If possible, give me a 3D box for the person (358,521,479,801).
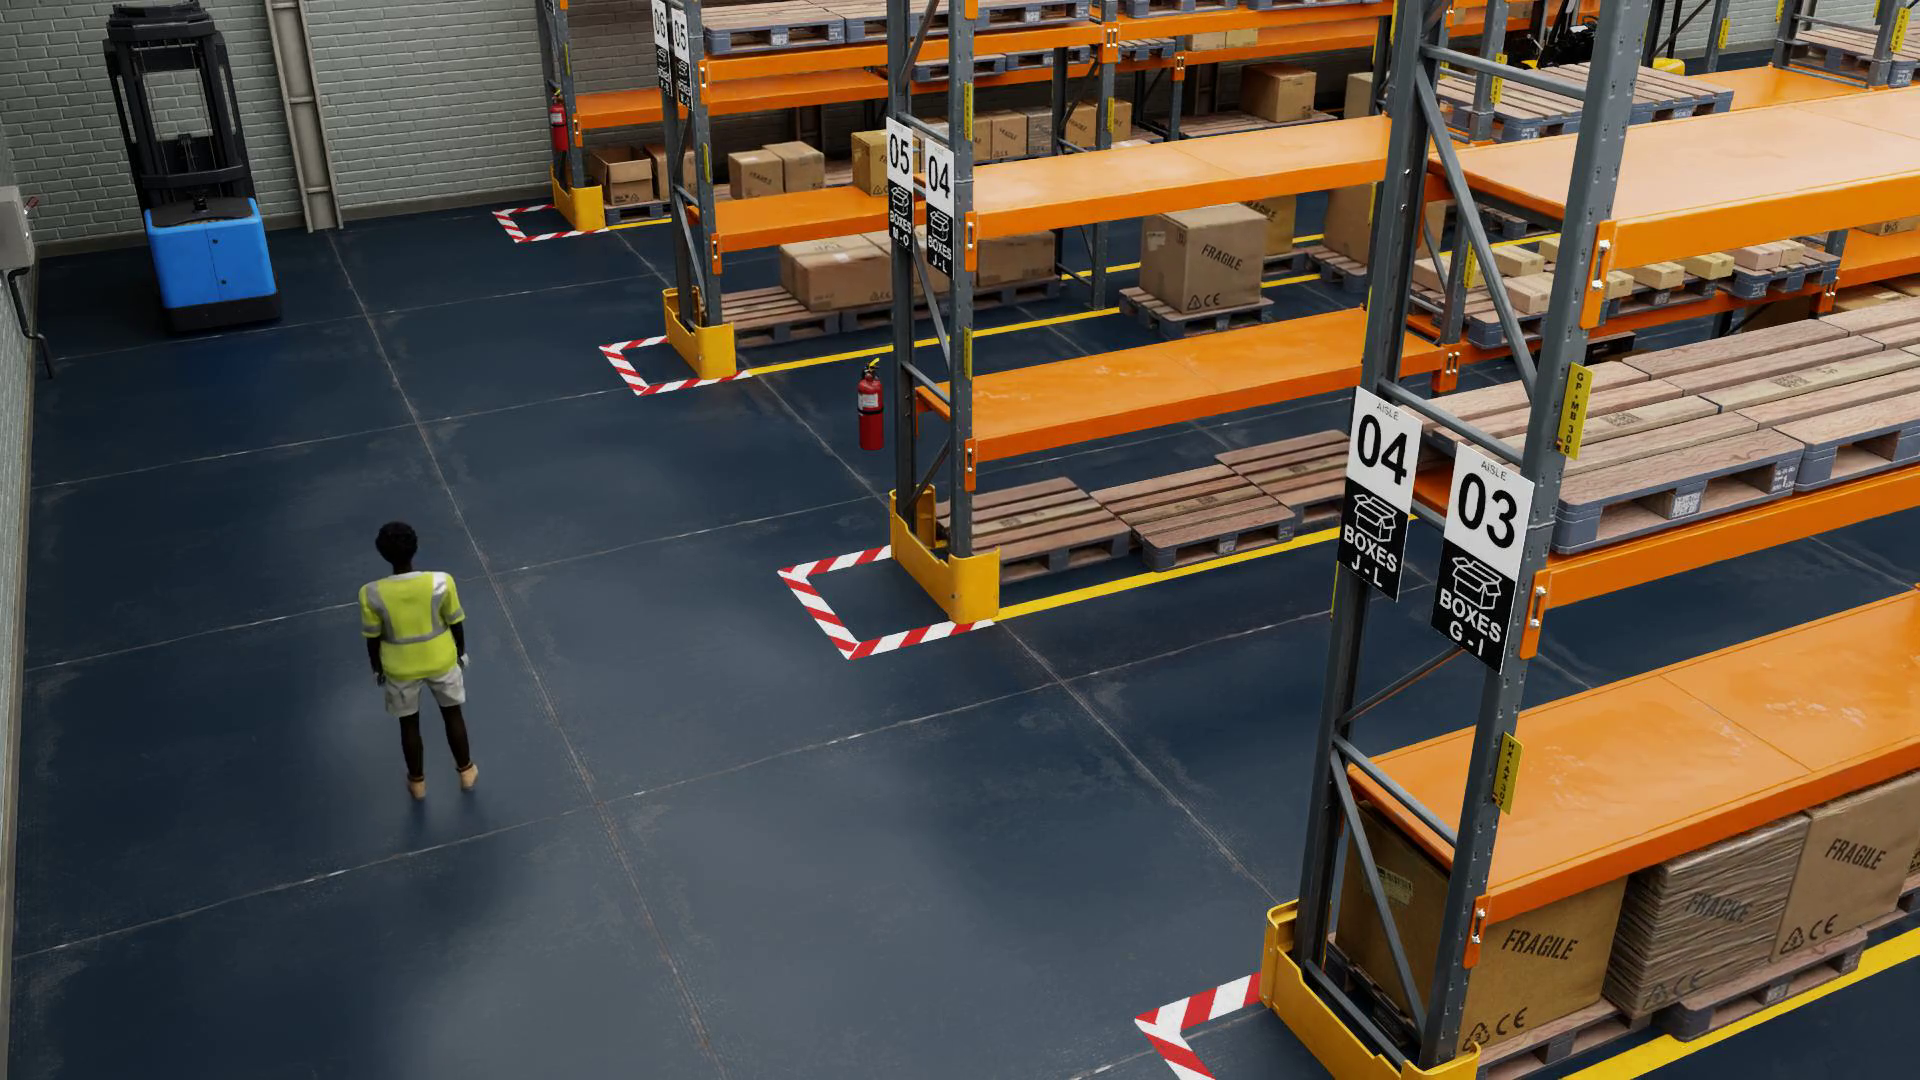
[{"bbox_3d":[-3.005,0.685,9.246,0.551,1.687,0.327,-9,29,-17],"label":"person"}]

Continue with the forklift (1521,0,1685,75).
[{"bbox_3d":[8.950,-6.807,23.056,1.214,2.155,2.313,-12,30,-22],"label":"forklift"}]

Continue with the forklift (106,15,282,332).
[{"bbox_3d":[-7.548,-3.672,16.323,1.129,2.768,1.873,-12,30,-22],"label":"forklift"}]
